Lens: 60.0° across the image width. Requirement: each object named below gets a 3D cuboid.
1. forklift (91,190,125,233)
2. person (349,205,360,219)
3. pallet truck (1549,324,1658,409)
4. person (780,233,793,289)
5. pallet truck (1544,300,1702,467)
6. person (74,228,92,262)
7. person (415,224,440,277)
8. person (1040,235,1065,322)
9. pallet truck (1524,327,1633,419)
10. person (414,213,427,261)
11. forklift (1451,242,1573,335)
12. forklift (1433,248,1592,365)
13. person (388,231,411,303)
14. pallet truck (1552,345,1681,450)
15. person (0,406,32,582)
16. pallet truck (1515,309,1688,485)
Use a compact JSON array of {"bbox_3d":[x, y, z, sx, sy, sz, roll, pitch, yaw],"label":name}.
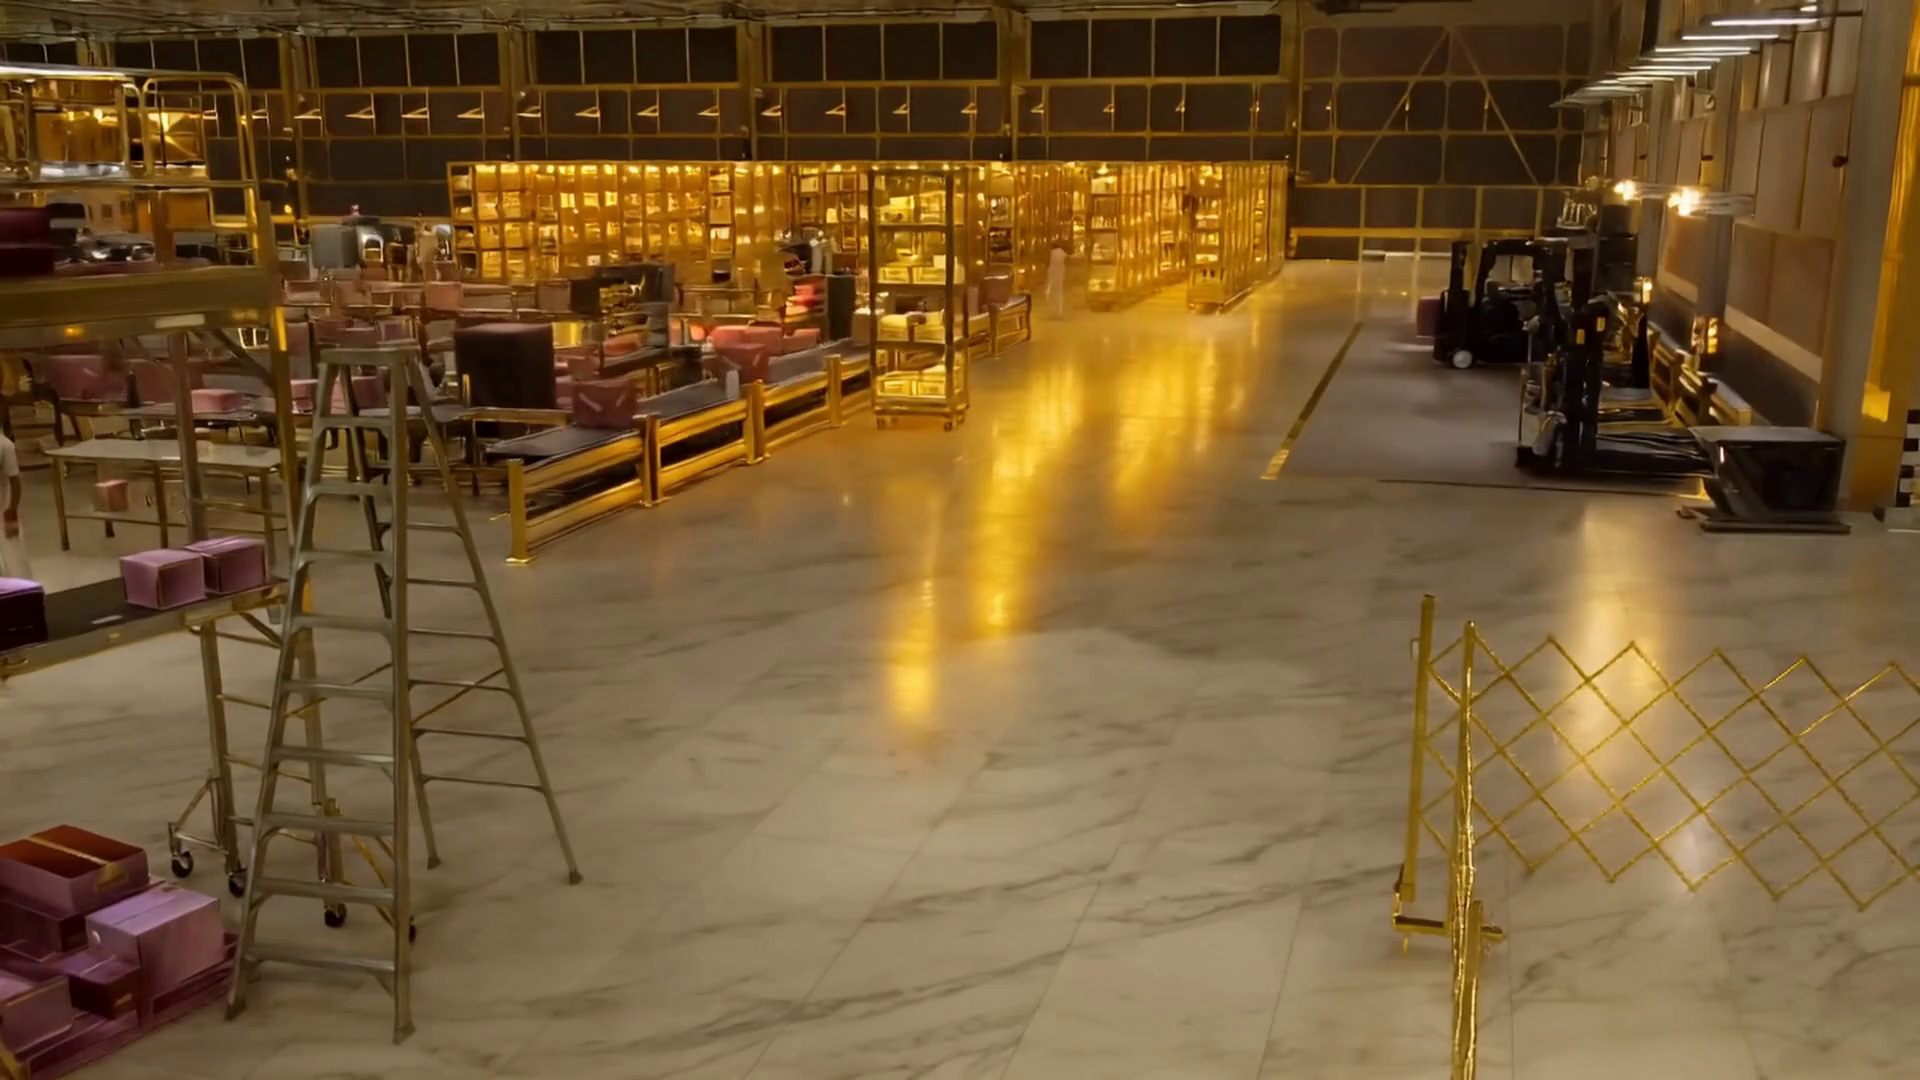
[{"bbox_3d":[-27.878,-10.243,54.516,1.129,2.768,1.873,4,14,16],"label":"forklift"},{"bbox_3d":[-23.226,-11.956,64.085,0.988,1.882,0.568,6,14,23],"label":"person"},{"bbox_3d":[9.824,-2.669,25.407,1.601,1.201,0.680,4,14,16],"label":"pallet truck"},{"bbox_3d":[-4.452,-7.099,43.307,0.584,1.799,0.899,6,14,25],"label":"person"},{"bbox_3d":[8.263,-1.952,20.631,1.885,1.965,0.823,5,14,20],"label":"pallet truck"},{"bbox_3d":[-24.161,-7.709,45.924,0.866,1.804,0.584,5,14,20],"label":"person"},{"bbox_3d":[-14.832,-7.856,46.362,0.672,1.891,0.420,-5,14,-19],"label":"person"},{"bbox_3d":[2.106,-5.989,38.103,0.670,1.975,0.651,7,15,27],"label":"person"},{"bbox_3d":[9.065,-2.460,24.370,1.522,1.261,0.704,3,13,14],"label":"pallet truck"},{"bbox_3d":[-19.141,-10.743,59.188,0.485,1.735,0.346,-8,15,-31],"label":"person"},{"bbox_3d":[10.464,-4.597,31.405,2.680,1.987,1.157,4,14,16],"label":"forklift"},{"bbox_3d":[9.780,-4.111,29.280,2.680,1.987,1.157,3,13,14],"label":"forklift"},{"bbox_3d":[-14.502,-7.077,43.091,0.563,1.850,0.390,-1,13,-5],"label":"person"},{"bbox_3d":[8.641,-1.896,21.908,1.630,1.274,0.653,4,14,16],"label":"pallet truck"},{"bbox_3d":[-7.743,-0.214,13.402,0.508,1.872,0.329,10,16,36],"label":"person"},{"bbox_3d":[7.554,-1.677,19.446,1.885,1.965,0.823,3,13,14],"label":"pallet truck"}]
